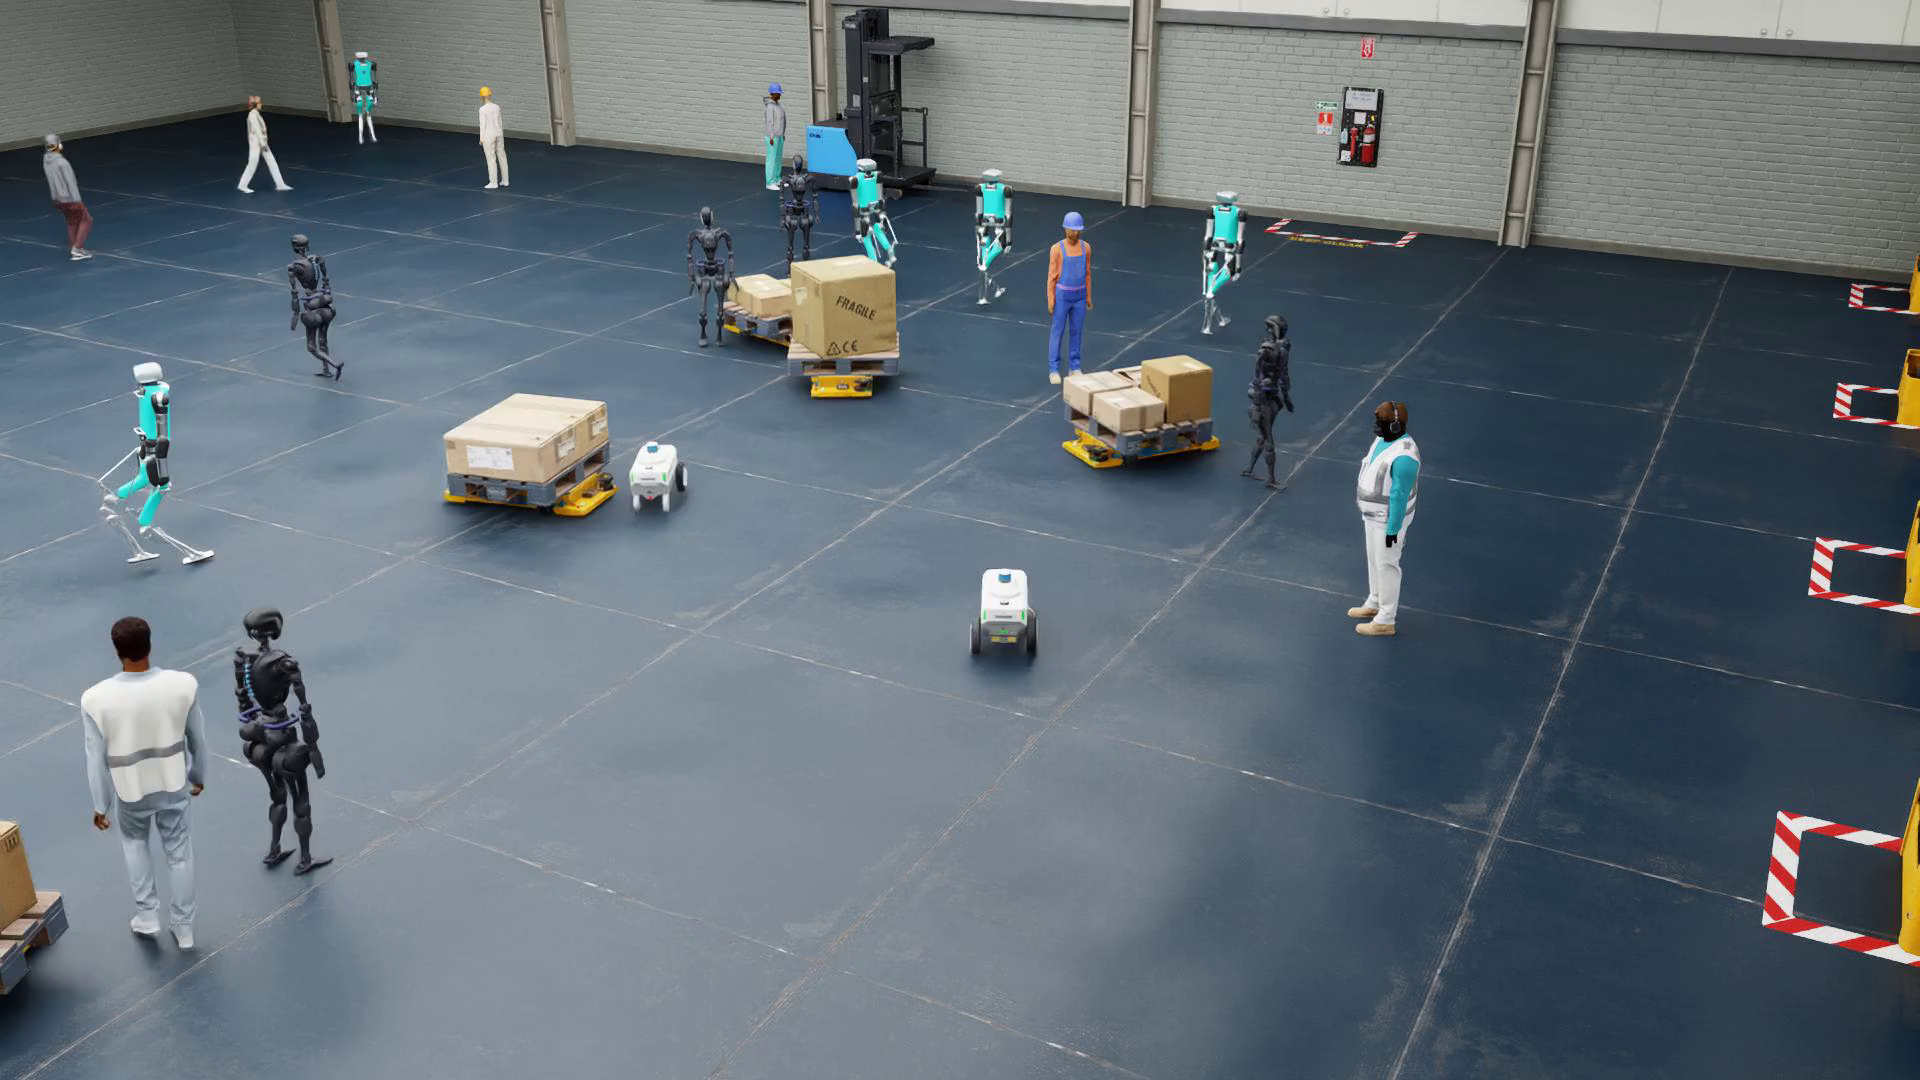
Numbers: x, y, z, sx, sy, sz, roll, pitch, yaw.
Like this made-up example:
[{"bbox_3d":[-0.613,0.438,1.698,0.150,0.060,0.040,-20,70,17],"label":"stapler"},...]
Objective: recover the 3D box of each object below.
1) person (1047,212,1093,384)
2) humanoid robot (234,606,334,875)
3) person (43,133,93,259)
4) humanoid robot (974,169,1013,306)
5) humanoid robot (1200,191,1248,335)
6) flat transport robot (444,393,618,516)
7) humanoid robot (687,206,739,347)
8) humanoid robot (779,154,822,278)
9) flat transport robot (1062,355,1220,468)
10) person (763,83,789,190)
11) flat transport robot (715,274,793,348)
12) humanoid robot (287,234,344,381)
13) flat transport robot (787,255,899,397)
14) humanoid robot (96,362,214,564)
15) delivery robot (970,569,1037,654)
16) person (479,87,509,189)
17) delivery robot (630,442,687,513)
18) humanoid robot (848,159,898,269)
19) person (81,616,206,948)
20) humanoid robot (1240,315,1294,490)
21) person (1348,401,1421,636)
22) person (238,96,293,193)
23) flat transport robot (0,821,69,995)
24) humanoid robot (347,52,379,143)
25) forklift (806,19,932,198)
[{"bbox_3d":[1.211,-2.662,18.284,0.532,1.906,0.374,-9,25,-20],"label":"person"},{"bbox_3d":[-3.974,1.161,9.681,0.603,1.651,0.331,10,25,23],"label":"humanoid robot"},{"bbox_3d":[-12.611,-4.845,23.509,0.579,1.789,0.452,14,27,29],"label":"person"},{"bbox_3d":[0.327,-3.784,21.163,0.553,1.750,1.037,12,26,26],"label":"humanoid robot"},{"bbox_3d":[3.029,-3.241,19.862,0.546,1.732,1.013,15,28,32],"label":"humanoid robot"},{"bbox_3d":[-3.937,-0.485,15.292,1.431,0.231,0.659,7,24,15],"label":"flat transport robot"},{"bbox_3d":[-2.905,-3.089,19.567,0.586,1.654,0.380,-5,24,-11],"label":"humanoid robot"},{"bbox_3d":[-2.183,-4.410,22.627,0.599,1.657,0.315,-9,25,-20],"label":"humanoid robot"},{"bbox_3d":[1.775,-1.005,16.503,1.431,0.231,0.659,-11,26,-24],"label":"flat transport robot"},{"bbox_3d":[-3.135,-6.843,28.197,0.373,1.768,0.522,7,24,15],"label":"person"},{"bbox_3d":[-2.161,-2.566,20.136,1.431,0.231,0.659,21,31,40],"label":"flat transport robot"},{"bbox_3d":[-7.054,-2.563,18.352,0.581,1.634,0.600,10,25,22],"label":"humanoid robot"},{"bbox_3d":[-1.278,-1.890,18.563,0.659,0.231,1.431,-1,23,-1],"label":"flat transport robot"},{"bbox_3d":[-6.720,-0.541,13.581,0.887,1.774,0.544,-16,28,-33],"label":"humanoid robot"},{"bbox_3d":[0.341,0.509,12.599,0.513,0.581,0.740,1,23,2],"label":"delivery robot"},{"bbox_3d":[-7.954,-6.830,28.260,0.327,1.690,0.474,15,28,32],"label":"person"},{"bbox_3d":[-2.793,-0.606,15.203,0.499,0.587,0.788,-1,23,-1],"label":"delivery robot"},{"bbox_3d":[-1.057,-3.990,21.726,0.556,1.896,0.718,-20,30,-38],"label":"humanoid robot"},{"bbox_3d":[-4.385,1.327,9.030,0.633,1.881,0.538,-15,27,-30],"label":"person"},{"bbox_3d":[2.895,-1.290,15.398,0.586,1.642,0.583,19,30,37],"label":"humanoid robot"},{"bbox_3d":[3.203,-0.171,12.586,0.431,1.836,0.616,-2,23,-4],"label":"person"},{"bbox_3d":[-11.812,-6.636,27.920,0.833,1.597,0.514,-3,23,-8],"label":"person"},{"bbox_3d":[-5.461,2.354,8.683,0.659,0.231,1.431,1,23,3],"label":"flat transport robot"},{"bbox_3d":[-11.589,-8.589,32.300,0.531,1.785,0.775,-13,26,-28],"label":"humanoid robot"},{"bbox_3d":[-1.573,-7.292,27.850,1.873,2.768,1.129,12,26,25],"label":"forklift"}]
